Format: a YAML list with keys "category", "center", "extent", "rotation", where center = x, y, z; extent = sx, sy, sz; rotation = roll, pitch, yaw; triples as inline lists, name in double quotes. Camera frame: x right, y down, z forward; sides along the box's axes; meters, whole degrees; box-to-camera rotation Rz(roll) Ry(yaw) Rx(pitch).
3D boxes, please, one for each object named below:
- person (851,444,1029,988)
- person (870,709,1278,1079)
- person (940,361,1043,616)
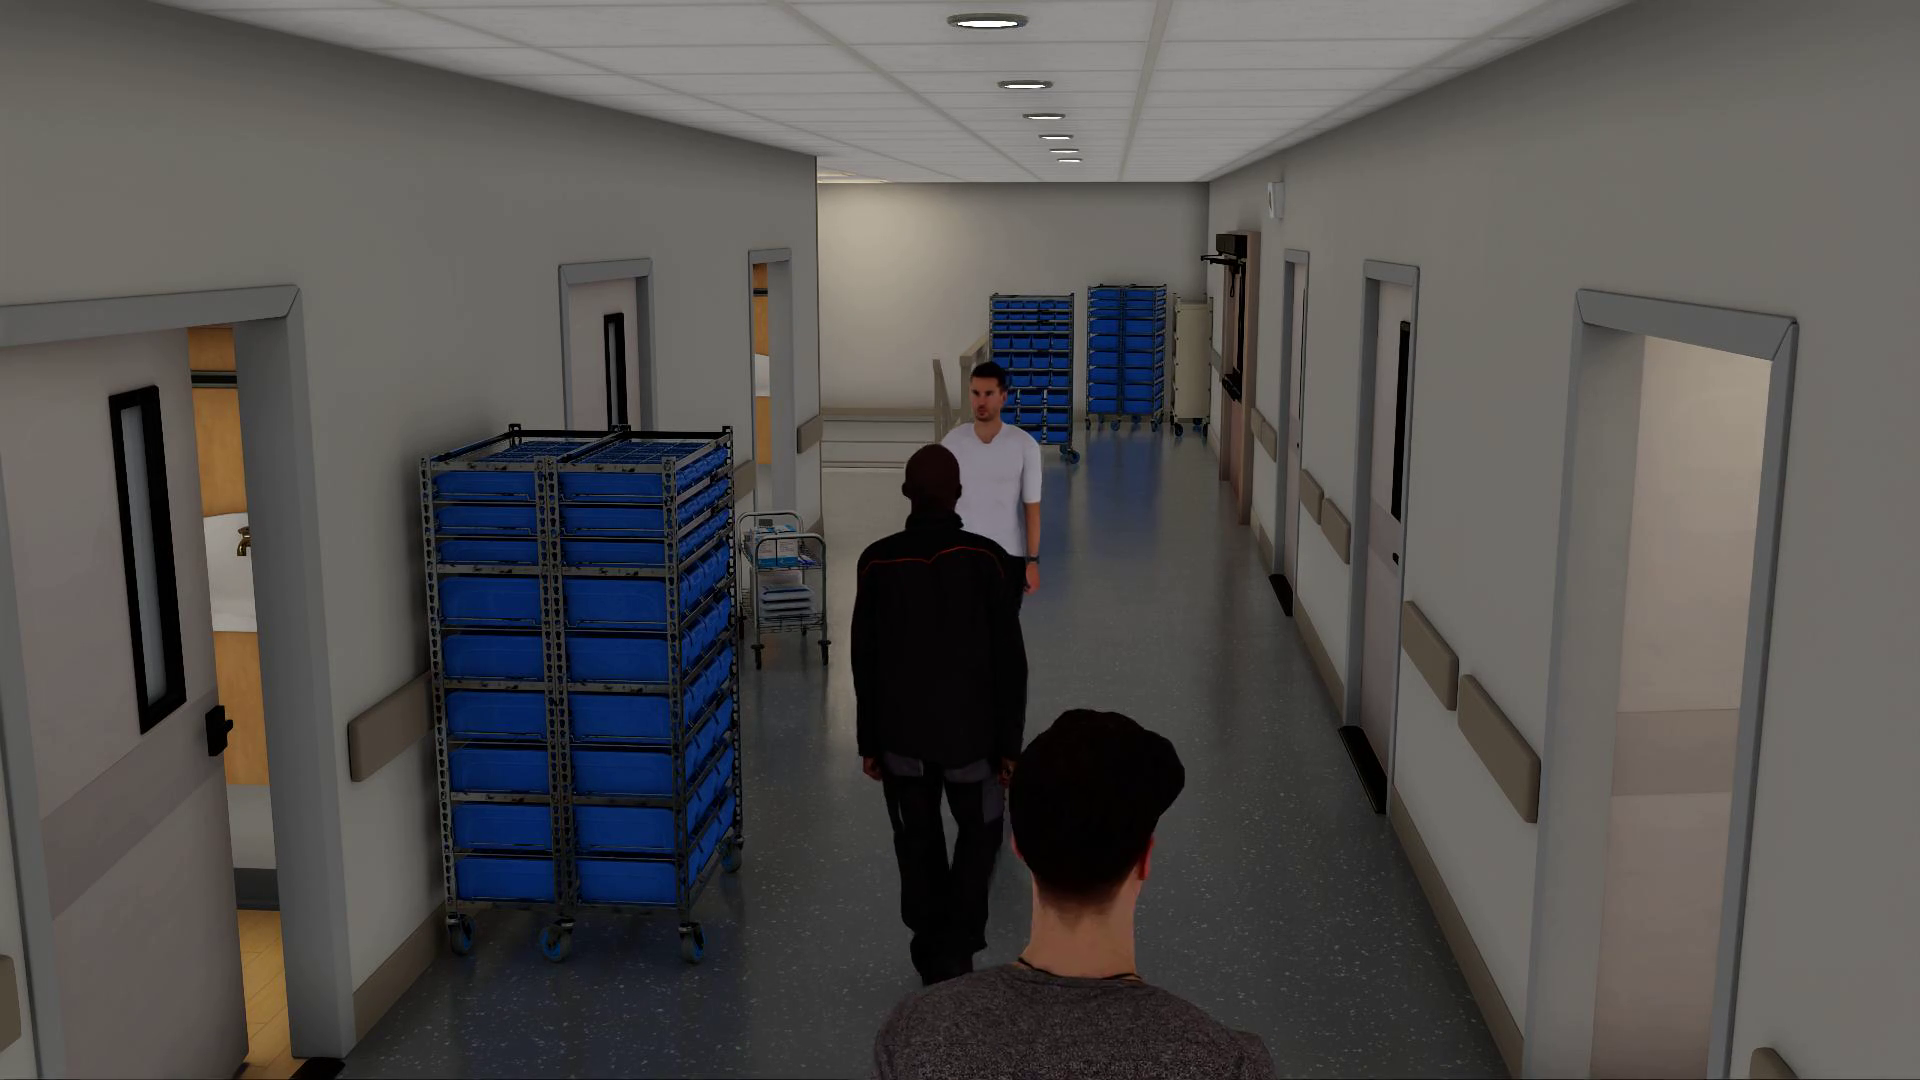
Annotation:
- category: "person"
  center: [-0.072, 0.619, 5.115]
  extent: [0.694, 1.813, 0.827]
  rotation: [1, 11, 5]
- category: "person"
  center: [0.099, 1.186, 1.964]
  extent: [0.866, 1.874, 1.099]
  rotation: [4, 12, 22]
- category: "person"
  center: [0.139, 0.068, 7.931]
  extent: [0.752, 1.846, 0.701]
  rotation: [4, 11, 19]
